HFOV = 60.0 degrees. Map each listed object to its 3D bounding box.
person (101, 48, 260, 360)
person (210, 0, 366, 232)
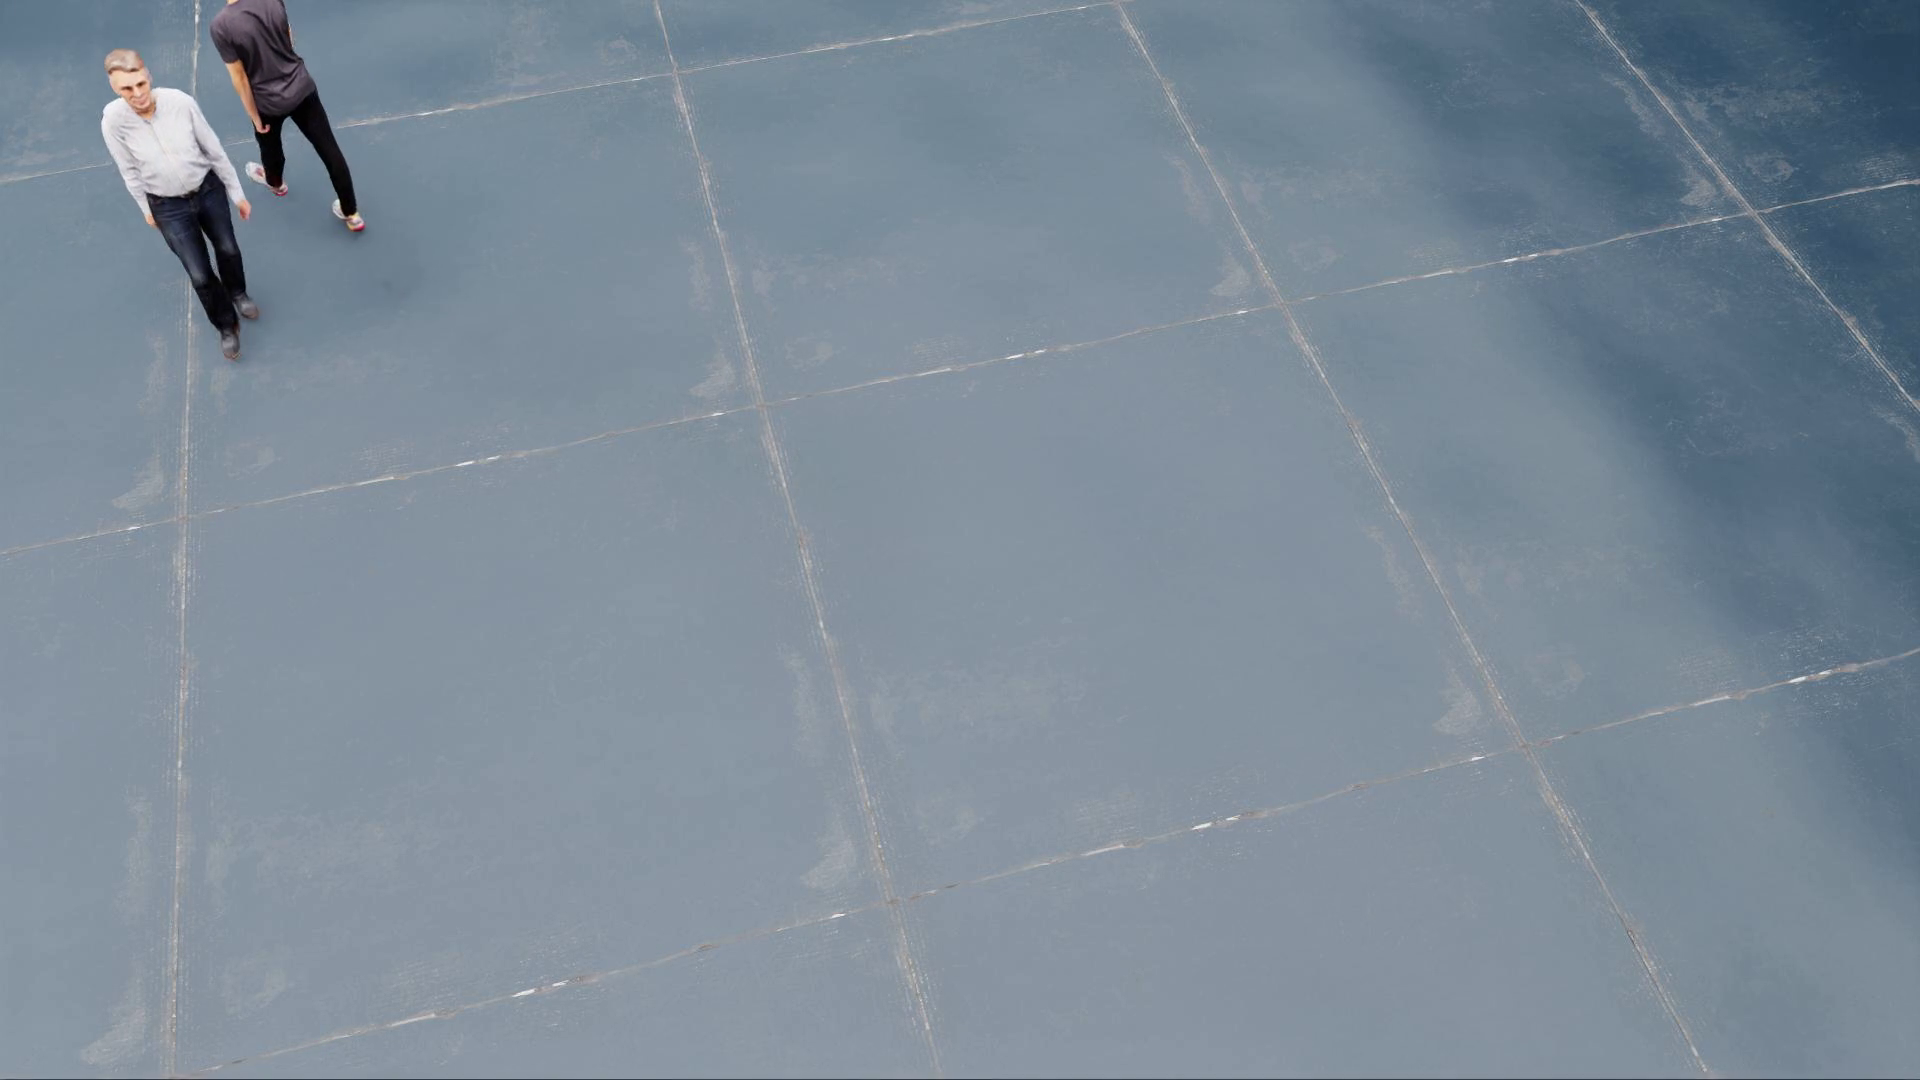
[{"bbox_3d":[-4.061,-1.851,8.694,0.794,1.799,0.887,-27,57,-19],"label":"person"},{"bbox_3d":[-3.681,-2.414,9.179,1.178,1.723,1.046,34,59,23],"label":"person"}]
